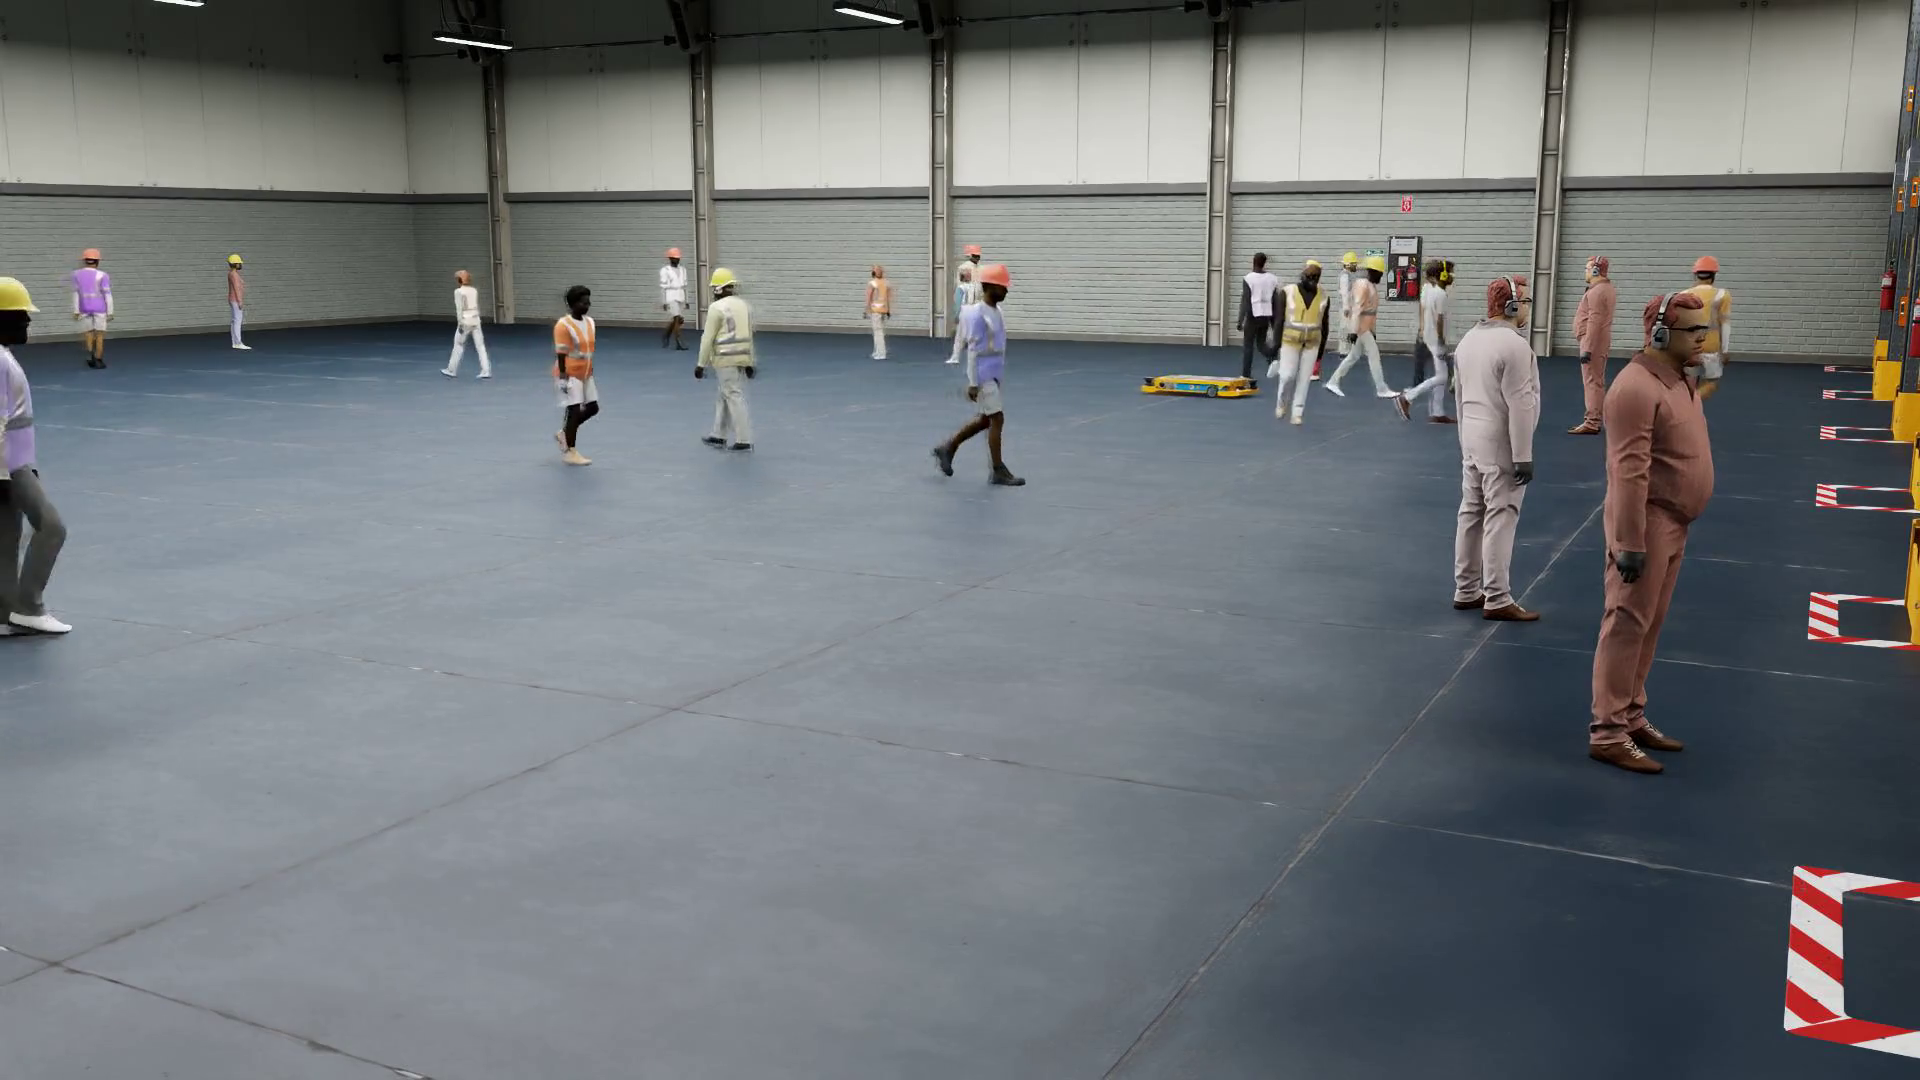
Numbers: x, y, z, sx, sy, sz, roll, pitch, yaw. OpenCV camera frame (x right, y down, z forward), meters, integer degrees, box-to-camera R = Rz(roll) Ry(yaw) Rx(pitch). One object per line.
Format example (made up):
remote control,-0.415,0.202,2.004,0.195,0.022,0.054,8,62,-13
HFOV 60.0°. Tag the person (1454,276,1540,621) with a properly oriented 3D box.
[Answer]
person,3.011,-0.509,9.274,0.409,1.909,0.639,-3,11,-14

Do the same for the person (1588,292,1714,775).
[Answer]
person,2.800,-0.035,6.692,0.402,1.906,0.651,8,13,36

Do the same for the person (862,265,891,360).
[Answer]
person,-1.477,-3.908,28.569,0.606,1.615,0.539,8,13,37

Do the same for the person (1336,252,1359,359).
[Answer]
person,6.707,-4.044,28.750,0.403,1.833,0.586,3,11,15

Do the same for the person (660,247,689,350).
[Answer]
person,-5.352,-4.502,31.031,0.746,1.914,0.555,9,14,42

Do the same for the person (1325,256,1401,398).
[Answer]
person,5.303,-2.804,21.905,1.001,1.875,0.613,5,11,24

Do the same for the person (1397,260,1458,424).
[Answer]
person,5.312,-2.215,18.716,0.623,1.852,0.522,1,10,8

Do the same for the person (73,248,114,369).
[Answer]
person,-13.802,-3.684,26.538,0.585,1.922,0.408,0,10,0

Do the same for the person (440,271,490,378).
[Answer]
person,-7.398,-3.212,24.859,0.839,1.591,0.545,5,11,24

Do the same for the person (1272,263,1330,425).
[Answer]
person,3.843,-2.200,18.731,0.650,1.820,0.472,-1,10,-3

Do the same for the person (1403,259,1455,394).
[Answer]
person,6.323,-2.819,22.120,0.514,1.821,0.790,-8,13,-38

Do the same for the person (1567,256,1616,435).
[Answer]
person,6.785,-2.085,17.867,0.407,1.908,0.641,6,12,29

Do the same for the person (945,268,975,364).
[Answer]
person,0.121,-3.689,27.433,0.816,1.604,0.522,5,12,26

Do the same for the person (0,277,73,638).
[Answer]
person,-4.942,-0.421,8.773,0.532,1.908,0.623,-6,12,-30

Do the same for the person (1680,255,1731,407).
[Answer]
person,7.921,-2.078,17.785,0.570,1.920,0.530,9,14,41

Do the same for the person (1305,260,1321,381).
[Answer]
person,5.150,-3.220,24.440,0.323,1.767,0.533,2,11,11

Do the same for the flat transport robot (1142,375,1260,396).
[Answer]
flat transport robot,3.220,-2.073,22.268,1.431,0.197,0.652,7,12,33

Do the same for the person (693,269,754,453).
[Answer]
person,-2.375,-1.758,16.393,0.832,1.797,0.615,5,11,24

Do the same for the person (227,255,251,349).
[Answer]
person,-13.553,-4.459,31.198,0.311,1.769,0.522,-7,12,-34

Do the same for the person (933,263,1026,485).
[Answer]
person,0.159,-1.424,14.297,0.835,1.905,0.542,4,11,22

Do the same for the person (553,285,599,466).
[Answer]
person,-3.604,-1.530,15.455,0.466,1.675,0.573,5,11,23

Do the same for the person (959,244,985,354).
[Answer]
person,0.319,-4.246,29.494,0.746,1.970,0.617,9,14,40

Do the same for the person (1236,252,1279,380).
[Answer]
person,4.362,-3.236,24.211,0.691,1.892,0.638,-6,12,-29
